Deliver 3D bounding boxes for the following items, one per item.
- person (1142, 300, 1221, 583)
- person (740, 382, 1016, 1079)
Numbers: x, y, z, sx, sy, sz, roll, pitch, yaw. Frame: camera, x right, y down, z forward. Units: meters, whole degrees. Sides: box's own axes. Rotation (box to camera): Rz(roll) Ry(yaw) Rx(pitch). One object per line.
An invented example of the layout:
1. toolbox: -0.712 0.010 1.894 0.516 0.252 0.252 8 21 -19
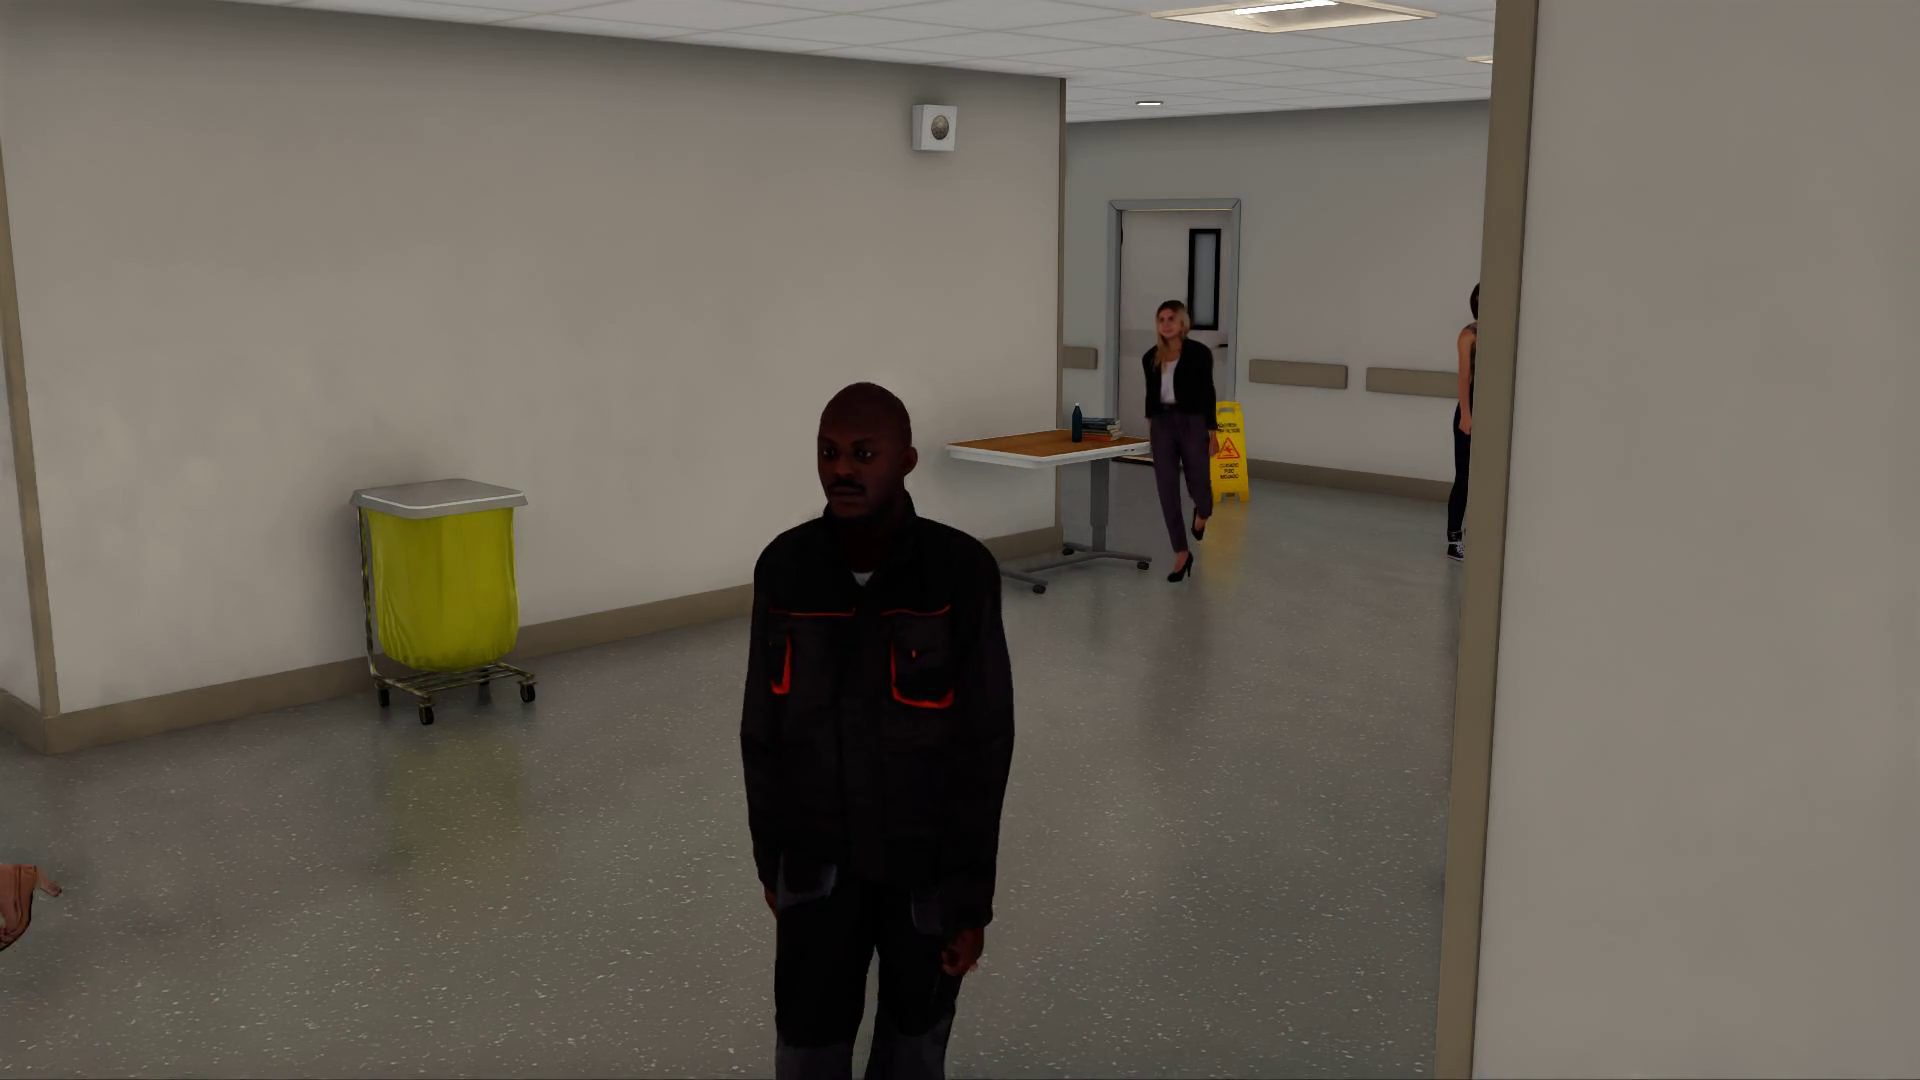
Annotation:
1. person: 1.338 -0.587 9.914 0.974 1.642 0.896 5 12 23
2. person: -0.144 0.583 3.306 0.876 1.808 0.938 0 11 3
